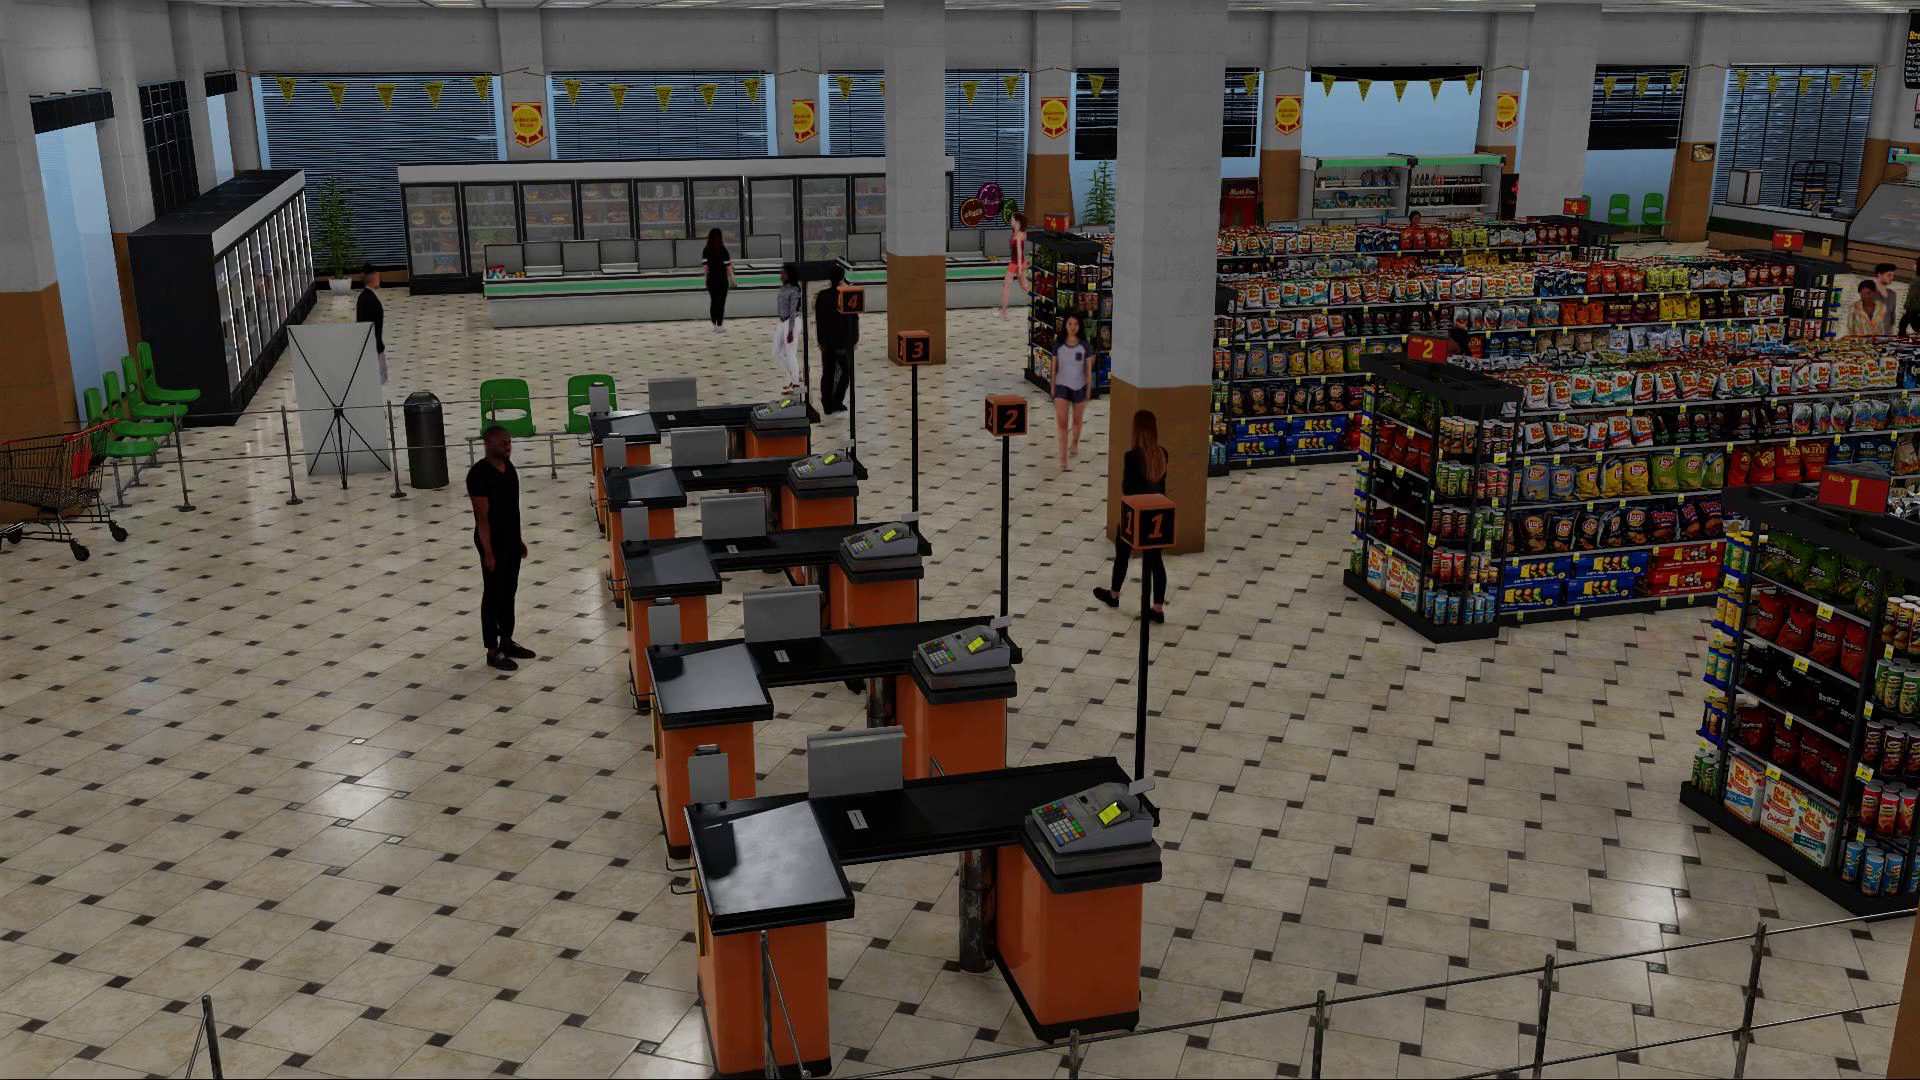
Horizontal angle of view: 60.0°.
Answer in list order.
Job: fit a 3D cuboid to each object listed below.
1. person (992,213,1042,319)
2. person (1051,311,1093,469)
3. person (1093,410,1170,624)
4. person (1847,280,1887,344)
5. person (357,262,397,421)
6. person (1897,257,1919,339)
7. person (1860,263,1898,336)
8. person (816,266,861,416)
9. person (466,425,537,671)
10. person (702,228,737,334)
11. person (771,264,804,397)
[{"bbox_3d":[1.035,-4.492,27.400,1.206,1.716,0.928,4,17,13],"label":"person"},{"bbox_3d":[1.230,-1.648,18.139,1.155,1.656,0.921,2,17,5],"label":"person"},{"bbox_3d":[1.510,-0.156,13.168,0.971,1.687,0.851,-10,20,-30],"label":"person"},{"bbox_3d":[10.736,-2.223,19.847,0.738,1.763,0.815,1,17,5],"label":"person"},{"bbox_3d":[-7.156,-2.328,19.903,0.977,1.930,0.879,-11,20,-32],"label":"person"},{"bbox_3d":[13.882,-3.333,24.054,1.013,1.443,0.947,-15,22,-40],"label":"person"},{"bbox_3d":[11.122,-2.437,20.351,1.067,1.879,0.848,-8,19,-24],"label":"person"},{"bbox_3d":[-1.549,-2.414,20.378,0.840,1.818,0.942,5,17,15],"label":"person"},{"bbox_3d":[-3.418,0.037,12.306,0.760,1.819,0.753,5,18,17],"label":"person"},{"bbox_3d":[-3.822,-4.069,26.149,0.735,1.633,0.805,6,18,20],"label":"person"},{"bbox_3d":[-2.144,-2.730,21.604,0.703,1.712,0.685,-9,19,-27],"label":"person"}]
